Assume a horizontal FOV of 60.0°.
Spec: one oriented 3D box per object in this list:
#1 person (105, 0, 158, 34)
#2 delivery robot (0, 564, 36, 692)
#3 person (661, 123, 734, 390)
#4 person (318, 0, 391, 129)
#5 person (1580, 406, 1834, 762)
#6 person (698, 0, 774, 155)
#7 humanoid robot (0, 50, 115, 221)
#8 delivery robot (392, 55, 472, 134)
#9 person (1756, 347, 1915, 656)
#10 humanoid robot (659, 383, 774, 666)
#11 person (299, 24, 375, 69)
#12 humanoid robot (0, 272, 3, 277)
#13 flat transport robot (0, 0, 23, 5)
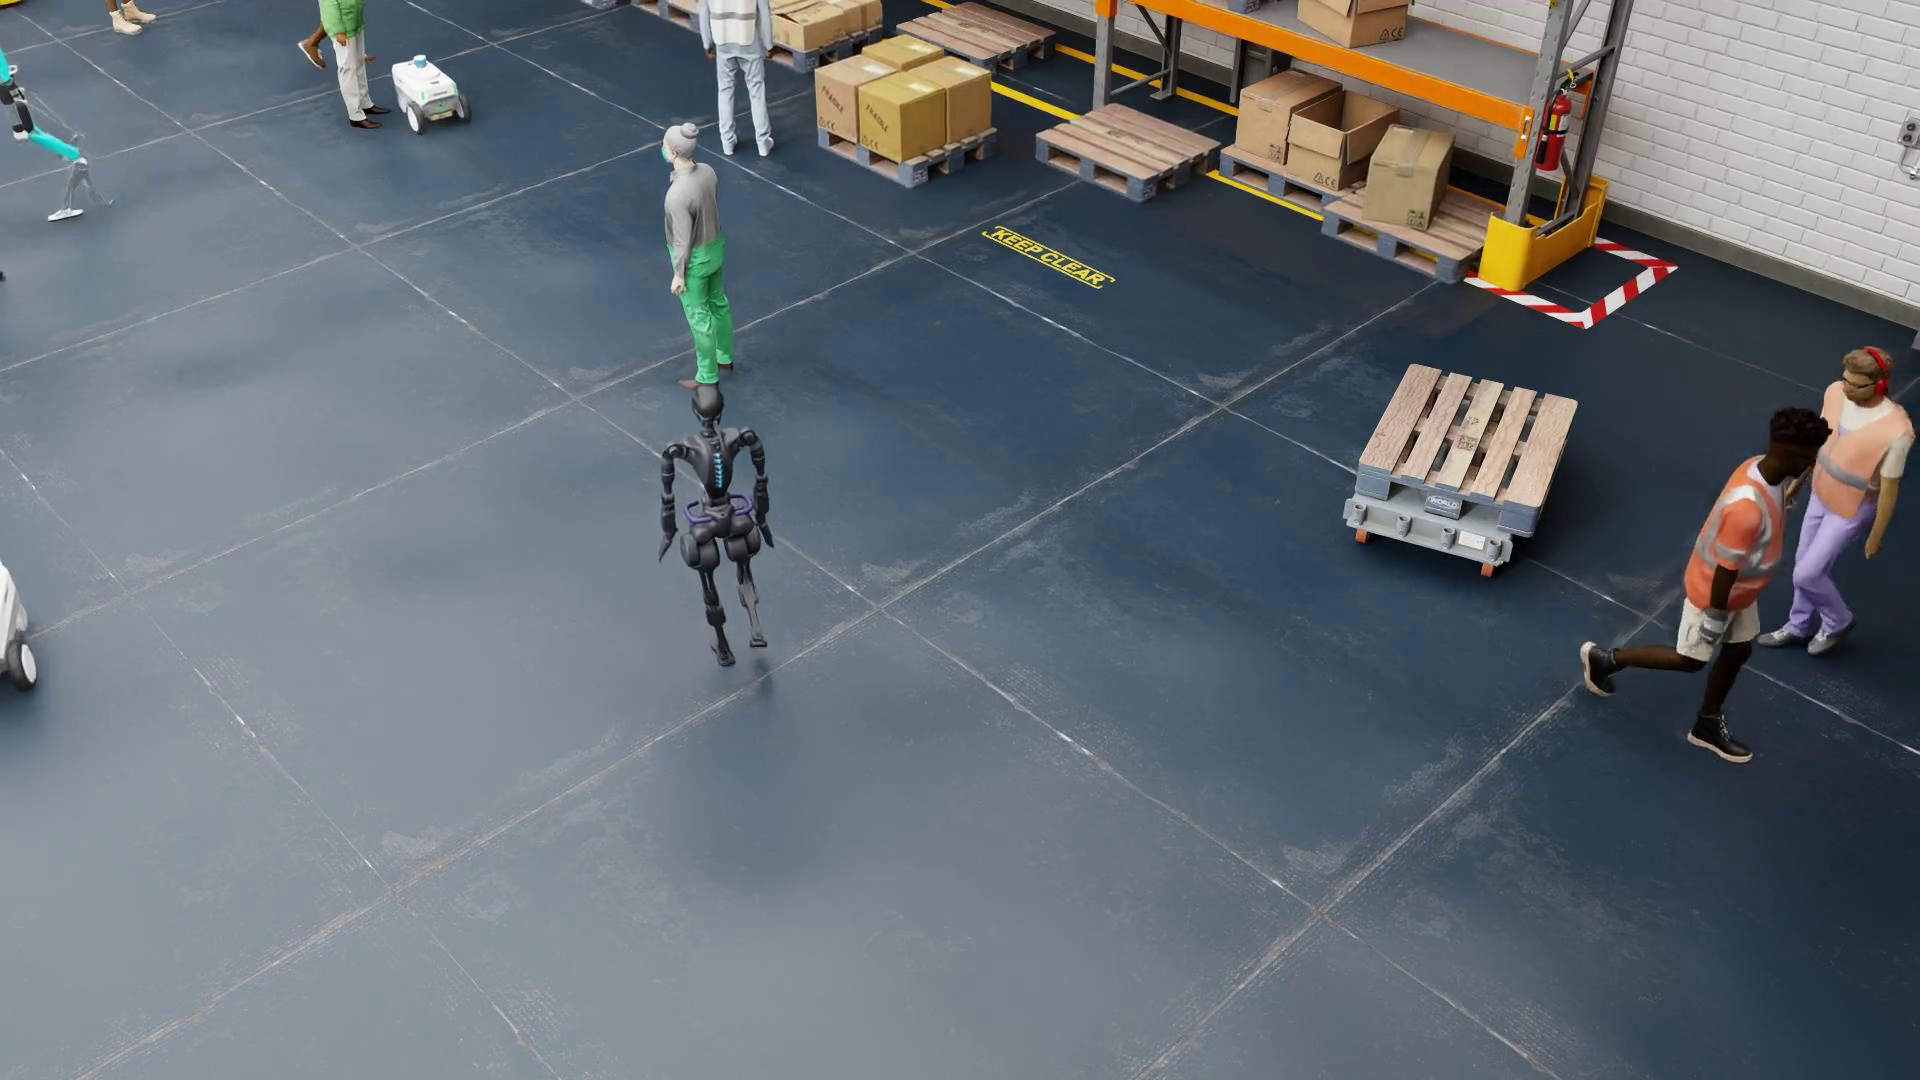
[{"bbox_3d":[-8.172,-5.894,15.868,0.367,2.044,0.607,4,37,5],"label":"person"},{"bbox_3d":[-5.139,0.479,8.669,0.499,0.603,0.794,-12,39,-15],"label":"delivery robot"},{"bbox_3d":[-1.694,-1.791,10.644,0.344,1.790,0.512,13,39,16],"label":"person"},{"bbox_3d":[-5.210,-4.399,14.102,0.384,1.783,0.547,0,37,0],"label":"person"},{"bbox_3d":[3.580,0.175,7.927,0.848,1.914,0.623,26,44,30],"label":"person"},{"bbox_3d":[-1.819,-4.068,13.562,0.591,1.909,0.381,3,37,4],"label":"person"},{"bbox_3d":[-6.948,-3.221,12.666,0.805,1.886,0.547,-18,41,-23],"label":"humanoid robot"},{"bbox_3d":[-4.634,-3.898,14.466,0.499,0.606,0.807,-24,43,-28],"label":"delivery robot"},{"bbox_3d":[4.468,-0.173,8.476,0.465,1.815,0.604,-5,37,-6],"label":"person"},{"bbox_3d":[-1.227,-0.032,8.412,0.595,1.647,0.424,-14,39,-18],"label":"humanoid robot"},{"bbox_3d":[-5.796,-5.152,15.055,0.542,1.836,0.550,-13,39,-16],"label":"person"},{"bbox_3d":[-7.138,-2.369,11.529,0.601,1.622,0.761,9,38,12],"label":"humanoid robot"},{"bbox_3d":[-10.224,-5.739,17.131,0.659,0.231,1.431,-27,45,-31],"label":"flat transport robot"}]
